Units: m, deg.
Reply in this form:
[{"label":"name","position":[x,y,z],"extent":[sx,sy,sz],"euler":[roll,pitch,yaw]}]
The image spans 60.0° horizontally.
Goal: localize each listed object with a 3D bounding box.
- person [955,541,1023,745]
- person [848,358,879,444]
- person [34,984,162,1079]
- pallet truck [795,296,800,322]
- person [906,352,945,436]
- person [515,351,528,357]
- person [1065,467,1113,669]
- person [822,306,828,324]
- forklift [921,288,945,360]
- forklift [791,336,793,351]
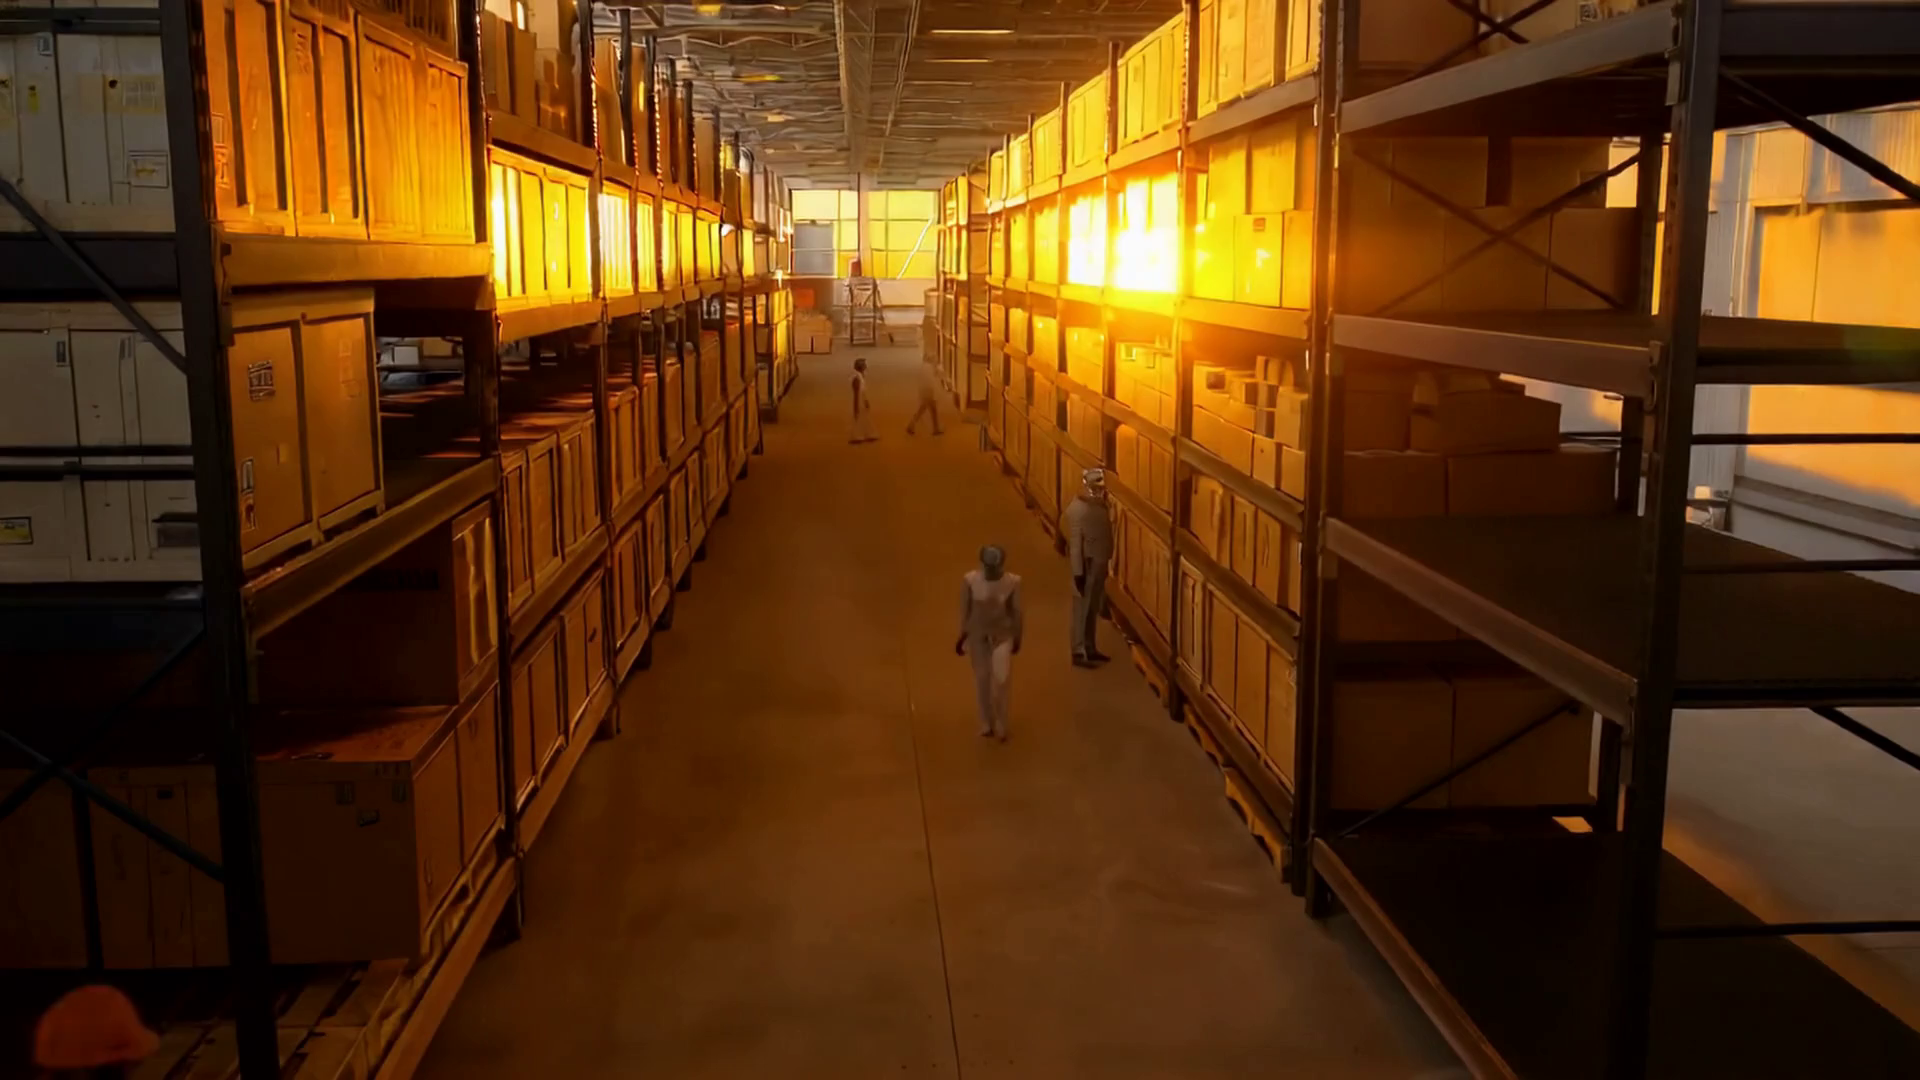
[{"label":"person","position":[0.224,0.823,13.320],"extent":[0.521,1.618,0.637],"euler":[2,10,13]},{"label":"person","position":[-2.008,-2.927,35.098],"extent":[0.791,1.815,0.602],"euler":[0,10,2]},{"label":"person","position":[-2.460,2.154,4.640],"extent":[0.982,1.918,0.558],"euler":[-3,10,-17]},{"label":"pallet truck","position":[-8.622,-12.439,91.403],"extent":[1.885,1.965,0.823],"euler":[2,10,13]},{"label":"person","position":[-0.763,-3.231,36.813],"extent":[0.949,1.863,0.637],"euler":[-9,13,-42]},{"label":"person","position":[-8.971,-2.886,34.259],"extent":[0.537,2.019,0.636],"euler":[0,10,-1]},{"label":"person","position":[1.259,0.253,15.853],"extent":[0.406,1.911,0.639],"euler":[5,11,27]},{"label":"person","position":[-6.608,-10.565,81.163],"extent":[0.334,1.685,0.537],"euler":[-3,10,-20]},{"label":"forklift","position":[-0.943,-8.481,65.126],"extent":[1.129,2.768,1.873],"euler":[-1,10,-3]},{"label":"forklift","position":[-7.510,-8.454,64.964],"extent":[1.873,2.768,1.129],"euler":[4,10,21]}]
